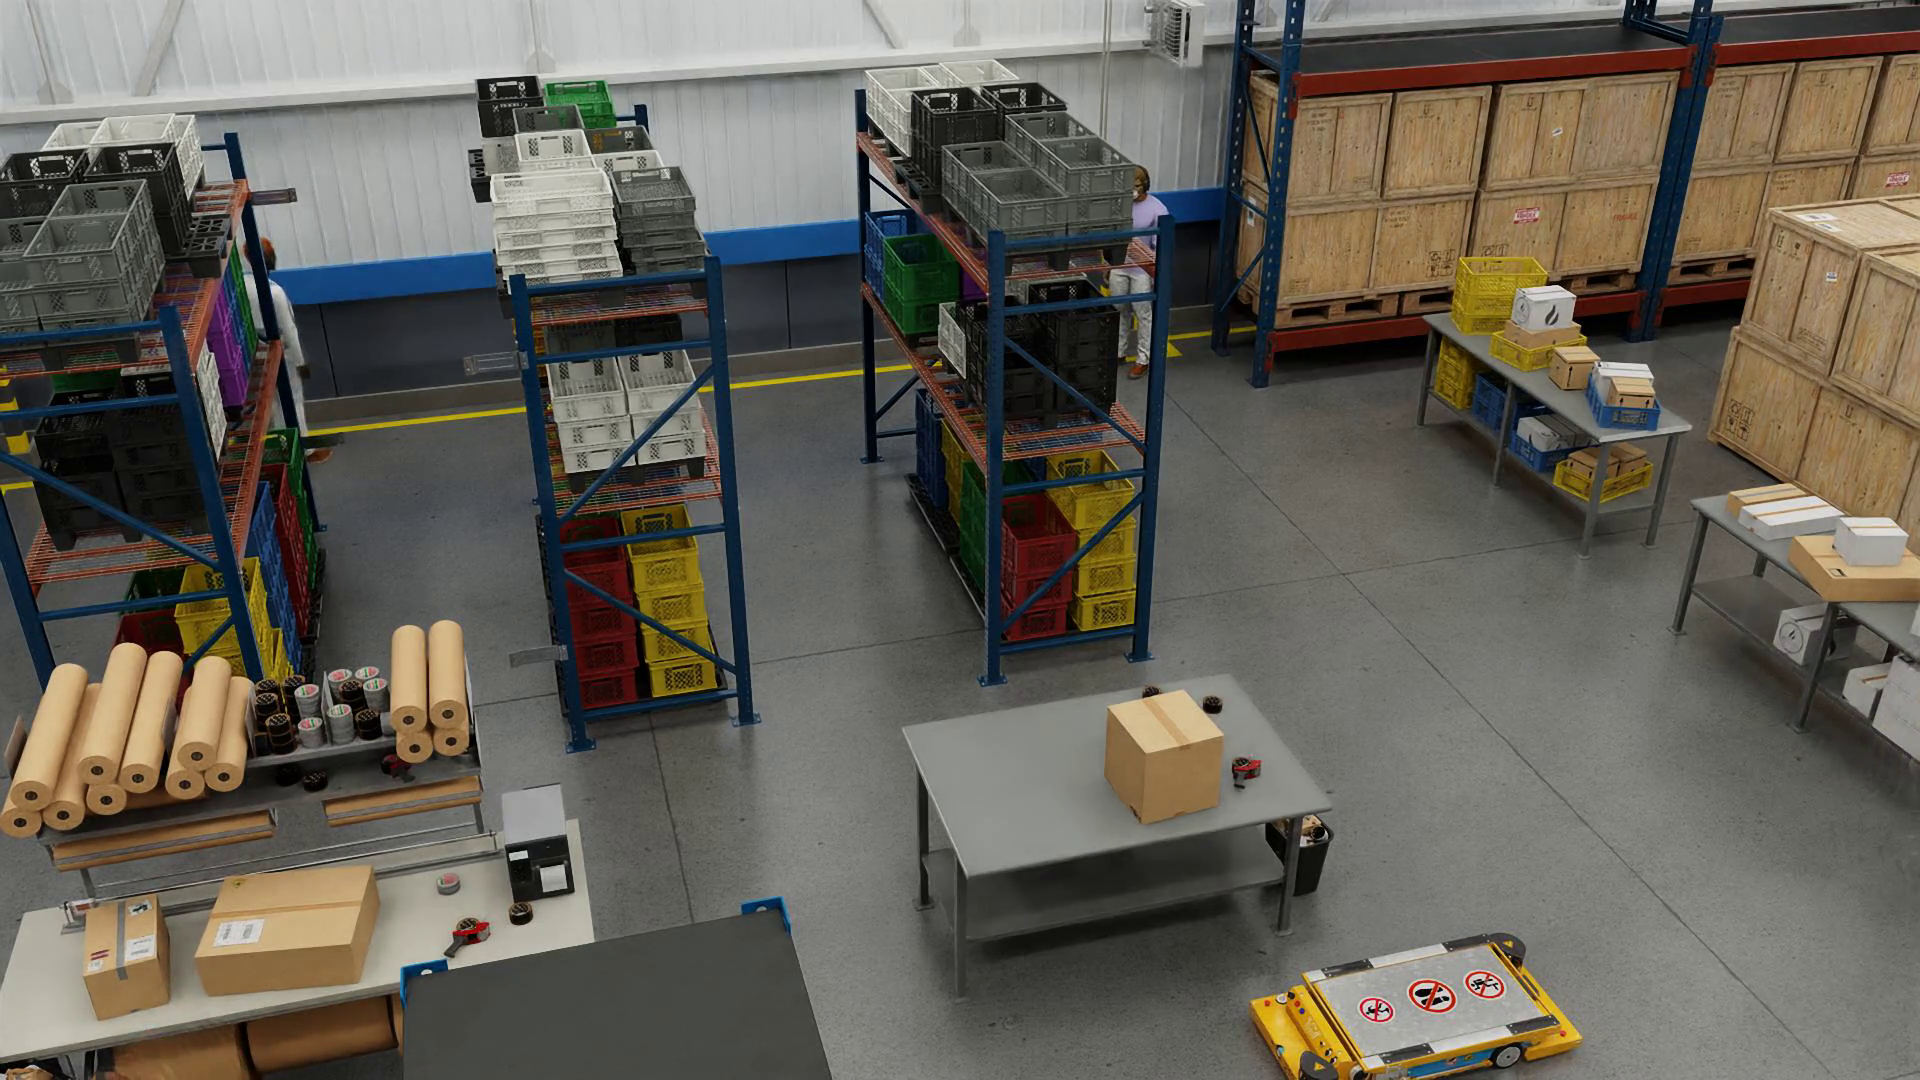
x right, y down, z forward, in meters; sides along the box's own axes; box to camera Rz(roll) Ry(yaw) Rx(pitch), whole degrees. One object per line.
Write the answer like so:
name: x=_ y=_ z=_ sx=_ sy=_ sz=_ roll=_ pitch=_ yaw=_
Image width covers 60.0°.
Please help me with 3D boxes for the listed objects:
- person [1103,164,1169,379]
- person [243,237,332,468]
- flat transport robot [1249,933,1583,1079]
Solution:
person: x=1.545 y=-2.396 z=14.785 sx=0.625 sy=1.933 sz=0.374 roll=22 pitch=36 yaw=34
person: x=-5.390 y=-1.473 z=13.150 sx=0.583 sy=1.883 sz=0.338 roll=20 pitch=34 yaw=31
flat transport robot: x=2.184 y=2.282 z=7.980 sx=1.431 sy=0.197 sz=0.652 roll=-8 pitch=30 yaw=-14
